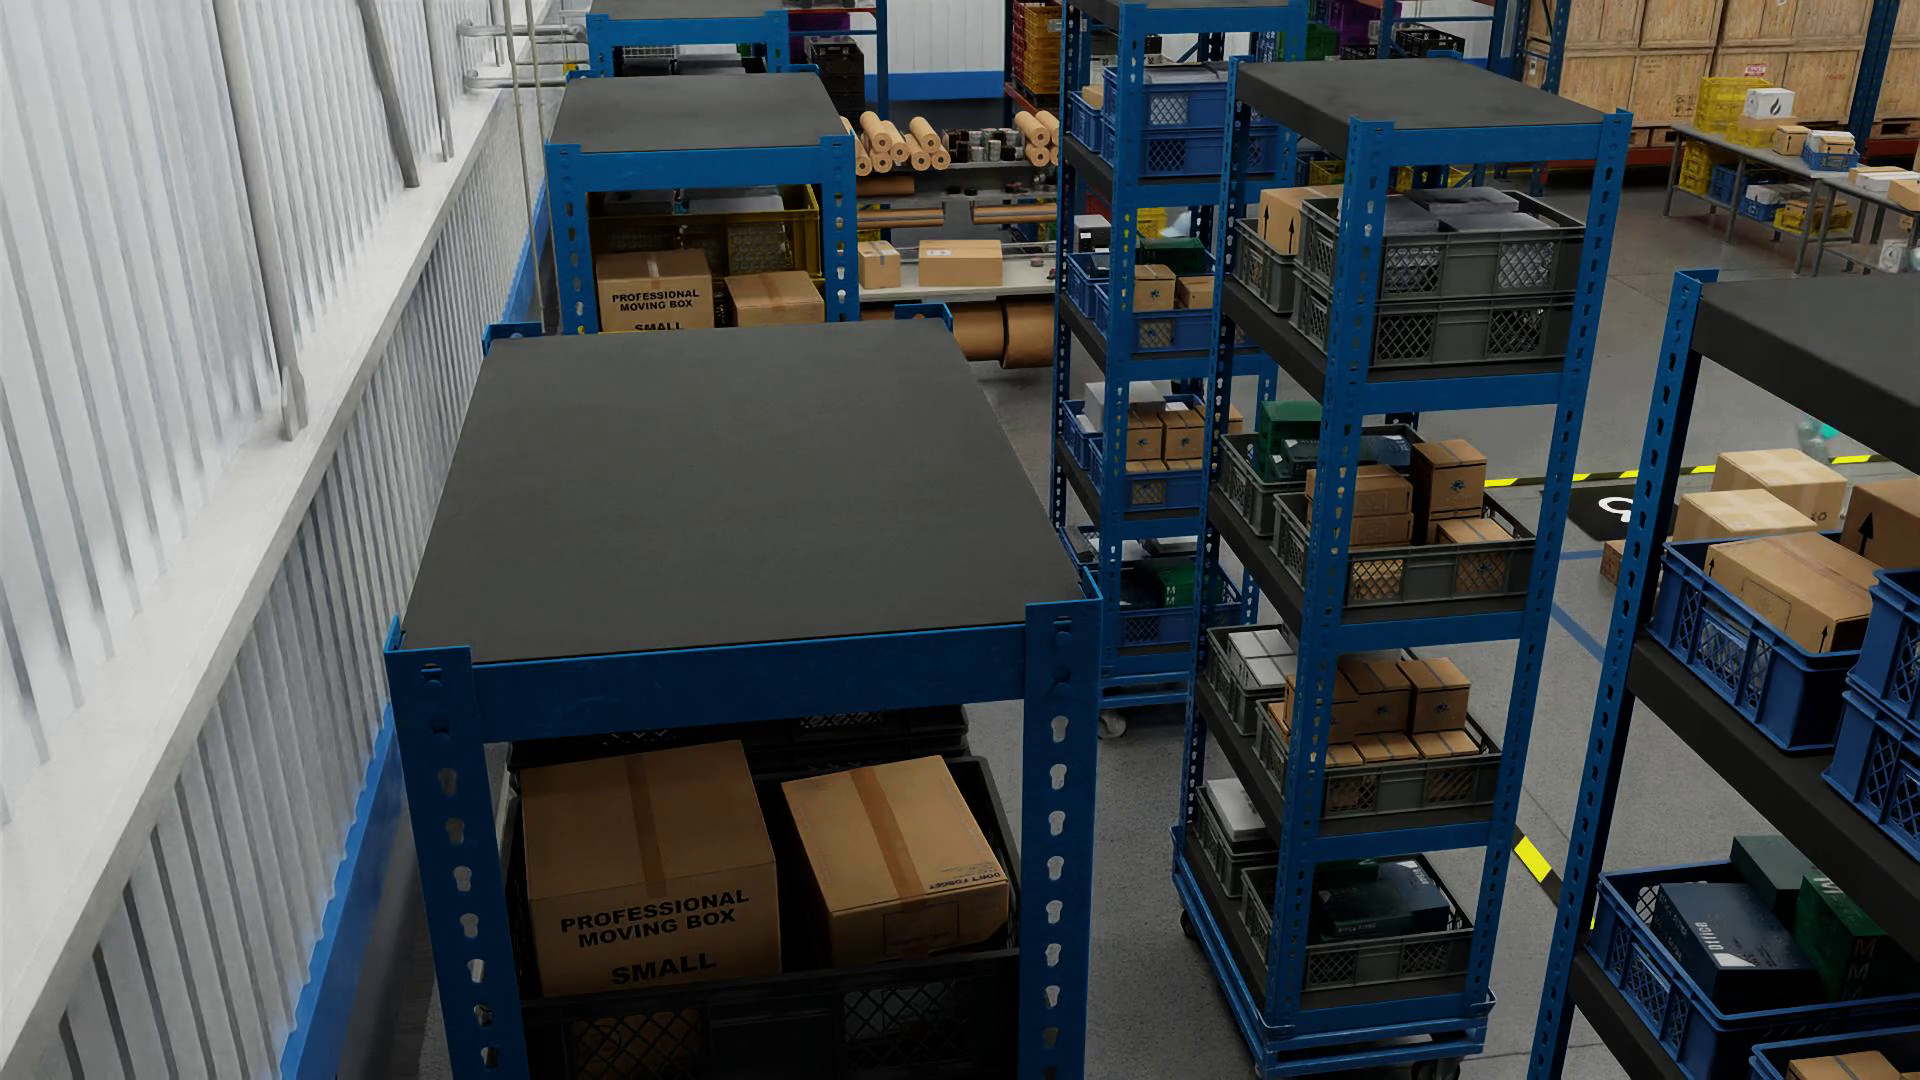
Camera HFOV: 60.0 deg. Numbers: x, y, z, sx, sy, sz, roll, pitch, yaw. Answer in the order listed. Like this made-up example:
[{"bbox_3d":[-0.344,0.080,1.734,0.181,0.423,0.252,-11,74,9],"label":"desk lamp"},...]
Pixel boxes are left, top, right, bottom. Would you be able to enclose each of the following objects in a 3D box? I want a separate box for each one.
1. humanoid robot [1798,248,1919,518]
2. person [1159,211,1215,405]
[{"bbox_3d":[5.804,-1.018,10.756,0.783,1.754,0.588,4,25,8],"label":"humanoid robot"},{"bbox_3d":[1.512,-1.309,11.250,0.388,1.849,0.597,-5,25,-11],"label":"person"}]
